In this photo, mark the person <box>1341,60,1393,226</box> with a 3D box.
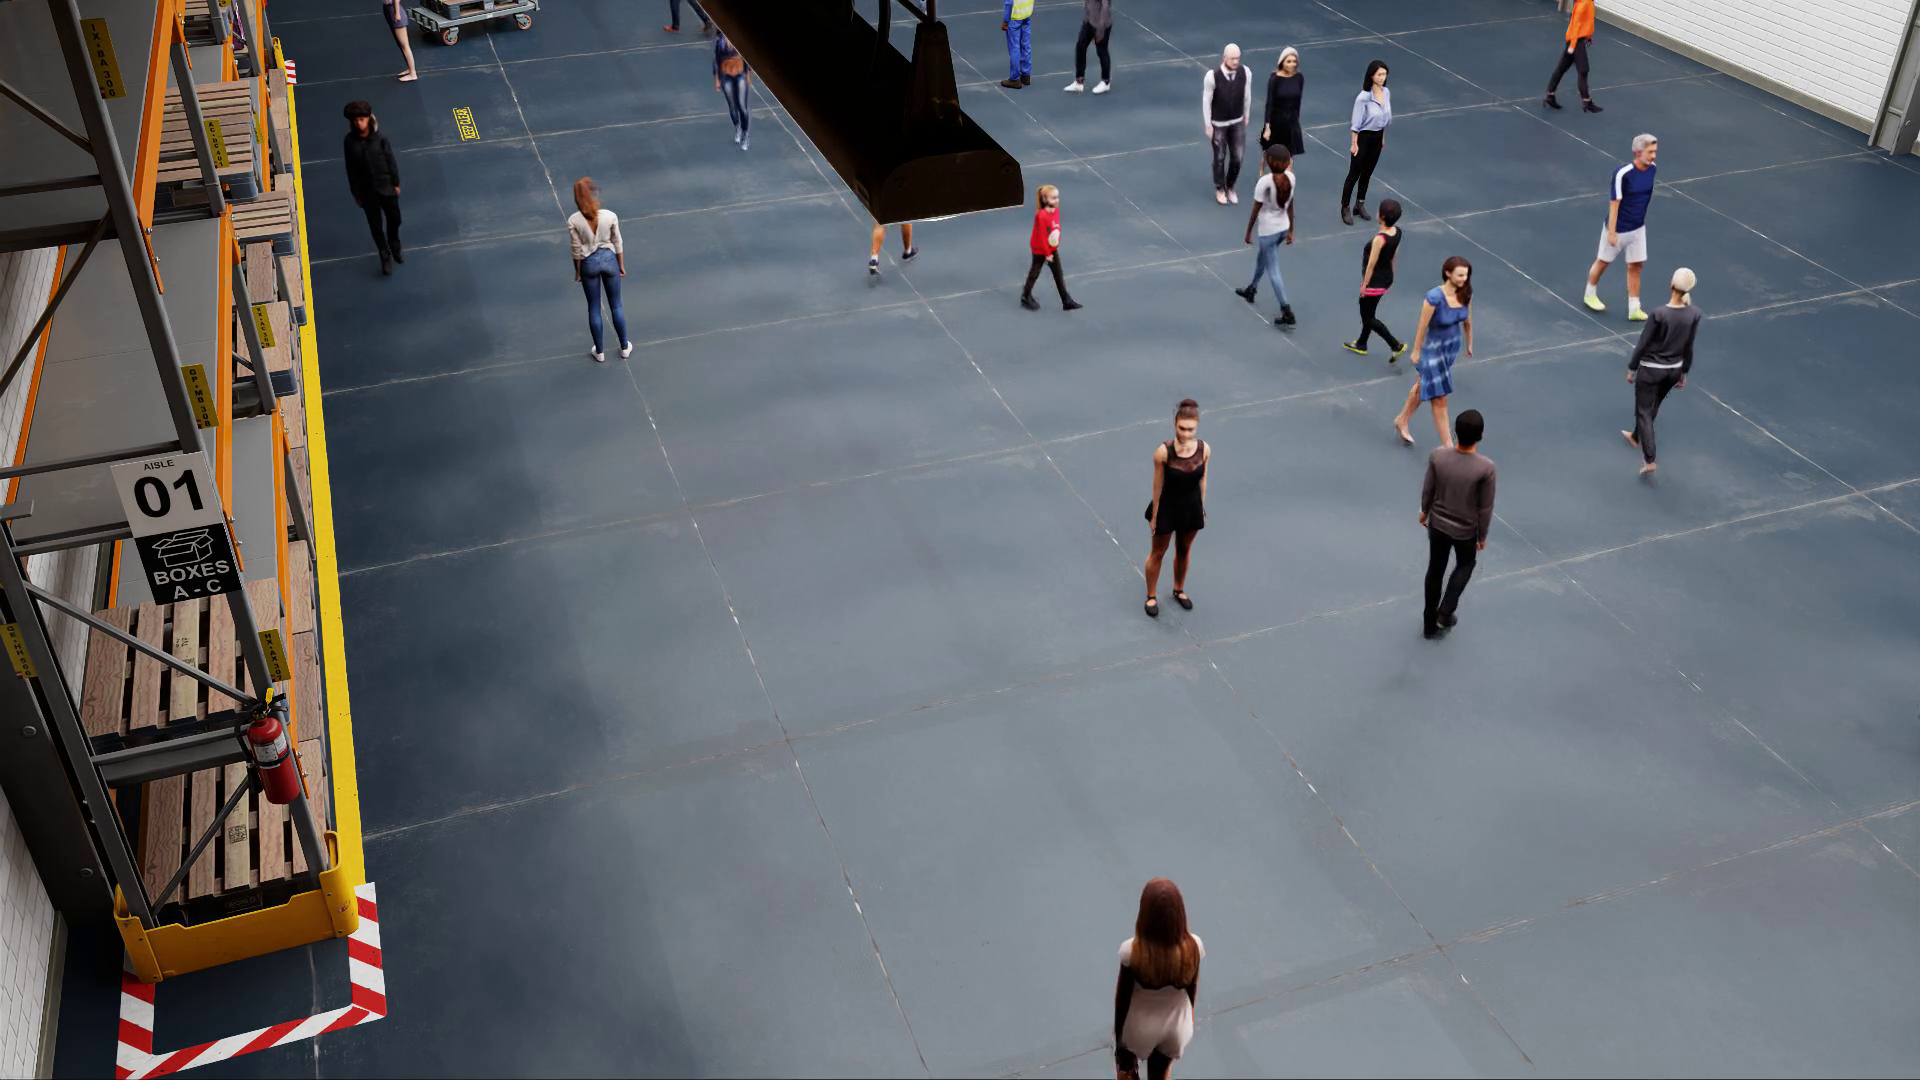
[{"bbox_3d":[4.325,-4.226,17.654,0.695,1.743,0.616,-19,38,-26],"label":"person"}]

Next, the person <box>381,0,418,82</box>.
[{"bbox_3d":[-7.325,-6.831,21.662,0.670,1.646,0.484,-16,37,-22],"label":"person"}]

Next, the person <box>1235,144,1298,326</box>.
[{"bbox_3d":[2.988,-2.826,15.611,0.784,1.674,1.211,-21,39,-28],"label":"person"}]

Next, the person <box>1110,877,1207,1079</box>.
[{"bbox_3d":[0.927,2.335,7.842,0.692,1.679,0.804,-1,34,-2],"label":"person"}]

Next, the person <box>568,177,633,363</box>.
[{"bbox_3d":[-3.250,-2.438,14.985,0.618,1.721,0.513,-9,35,-14],"label":"person"}]

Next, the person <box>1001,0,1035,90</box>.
[{"bbox_3d":[0.742,-6.750,21.389,0.727,1.813,0.752,29,43,36],"label":"person"}]

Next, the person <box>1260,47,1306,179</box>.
[{"bbox_3d":[3.461,-4.493,18.096,0.718,1.699,1.201,-6,34,-9],"label":"person"}]

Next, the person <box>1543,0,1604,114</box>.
[{"bbox_3d":[7.533,-6.164,20.586,1.046,1.725,1.005,12,35,17],"label":"person"}]

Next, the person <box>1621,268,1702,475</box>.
[{"bbox_3d":[5.644,-1.339,13.353,0.821,1.696,1.127,-2,34,-3],"label":"person"}]

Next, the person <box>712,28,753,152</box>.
[{"bbox_3d":[-2.668,-5.454,19.633,0.774,1.598,0.886,0,34,1],"label":"person"}]

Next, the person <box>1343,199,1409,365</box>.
[{"bbox_3d":[3.810,-2.300,14.943,0.987,1.537,0.806,27,42,34],"label":"person"}]

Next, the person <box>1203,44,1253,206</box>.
[{"bbox_3d":[2.870,-4.543,18.085,0.783,1.795,0.738,-6,34,-9],"label":"person"}]

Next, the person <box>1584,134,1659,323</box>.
[{"bbox_3d":[6.225,-2.995,15.745,0.691,1.808,1.009,-13,36,-19],"label":"person"}]

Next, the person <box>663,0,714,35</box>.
[{"bbox_3d":[-3.819,-7.939,23.191,1.147,1.798,1.029,20,39,27],"label":"person"}]

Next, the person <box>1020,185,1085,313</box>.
[{"bbox_3d":[0.766,-2.785,15.931,0.954,1.251,0.783,24,41,32],"label":"person"}]

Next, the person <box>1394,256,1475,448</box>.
[{"bbox_3d":[3.826,-1.483,13.521,0.811,1.751,1.194,-20,38,-27],"label":"person"}]

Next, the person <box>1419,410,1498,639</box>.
[{"bbox_3d":[3.336,-0.058,11.366,0.737,1.763,0.826,10,35,14],"label":"person"}]

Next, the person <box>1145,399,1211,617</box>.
[{"bbox_3d":[1.534,-0.229,11.701,0.592,1.677,0.582,-8,34,-12],"label":"person"}]

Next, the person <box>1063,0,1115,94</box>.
[{"bbox_3d":[1.815,-6.581,21.151,0.914,1.794,0.899,-18,38,-25],"label":"person"}]

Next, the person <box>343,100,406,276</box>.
[{"bbox_3d":[-5.843,-3.548,16.616,0.621,1.764,0.669,-11,35,-17],"label":"person"}]
